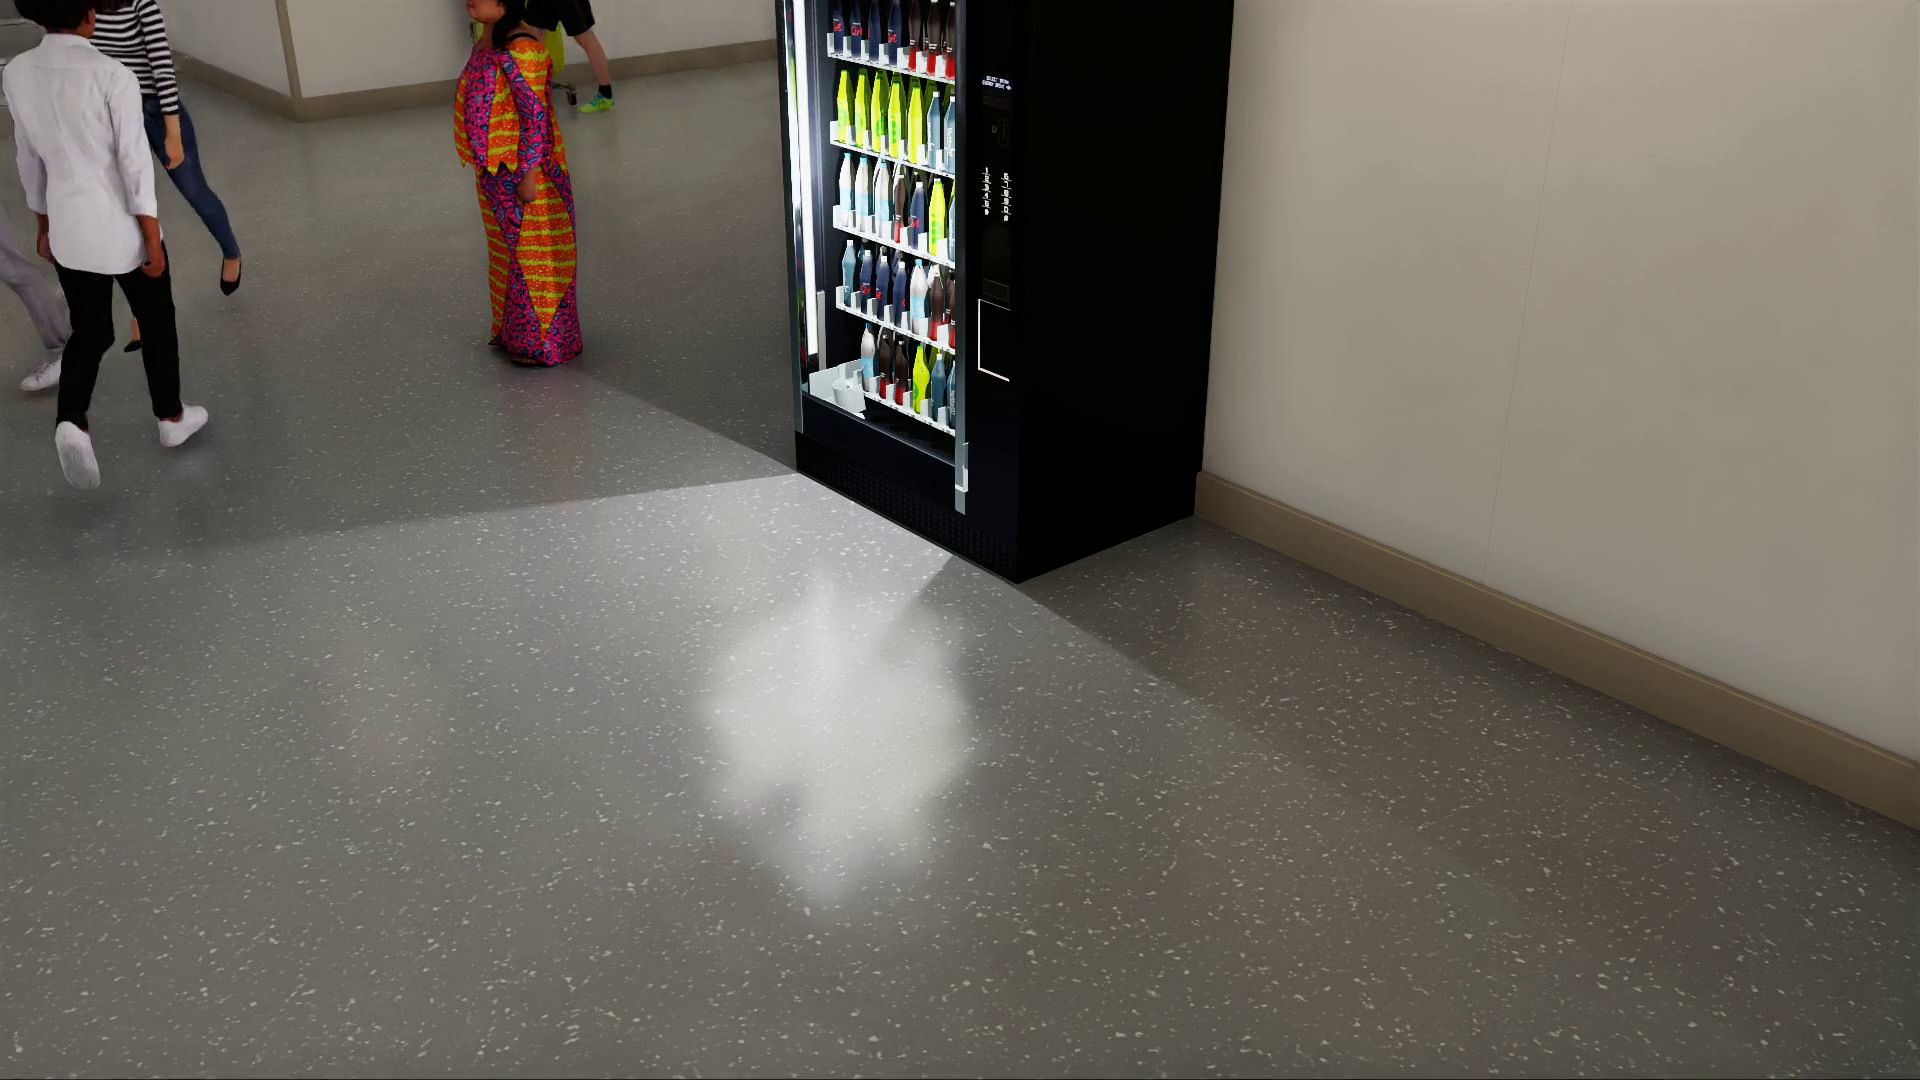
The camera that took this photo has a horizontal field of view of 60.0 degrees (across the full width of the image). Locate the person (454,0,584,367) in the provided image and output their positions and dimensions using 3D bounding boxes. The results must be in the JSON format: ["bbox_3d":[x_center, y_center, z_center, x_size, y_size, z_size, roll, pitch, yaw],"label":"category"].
[{"bbox_3d":[-1.845,-1.575,6.885,0.734,1.686,0.625,-15,30,-29],"label":"person"}]

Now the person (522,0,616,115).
[{"bbox_3d":[-2.657,-3.802,11.333,0.831,1.835,1.124,-18,31,-33],"label":"person"}]

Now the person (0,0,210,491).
[{"bbox_3d":[-2.982,-1.056,5.698,1.082,1.782,1.173,0,26,0],"label":"person"}]

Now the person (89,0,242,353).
[{"bbox_3d":[-3.435,-1.745,7.187,1.172,1.731,1.153,4,26,9],"label":"person"}]
